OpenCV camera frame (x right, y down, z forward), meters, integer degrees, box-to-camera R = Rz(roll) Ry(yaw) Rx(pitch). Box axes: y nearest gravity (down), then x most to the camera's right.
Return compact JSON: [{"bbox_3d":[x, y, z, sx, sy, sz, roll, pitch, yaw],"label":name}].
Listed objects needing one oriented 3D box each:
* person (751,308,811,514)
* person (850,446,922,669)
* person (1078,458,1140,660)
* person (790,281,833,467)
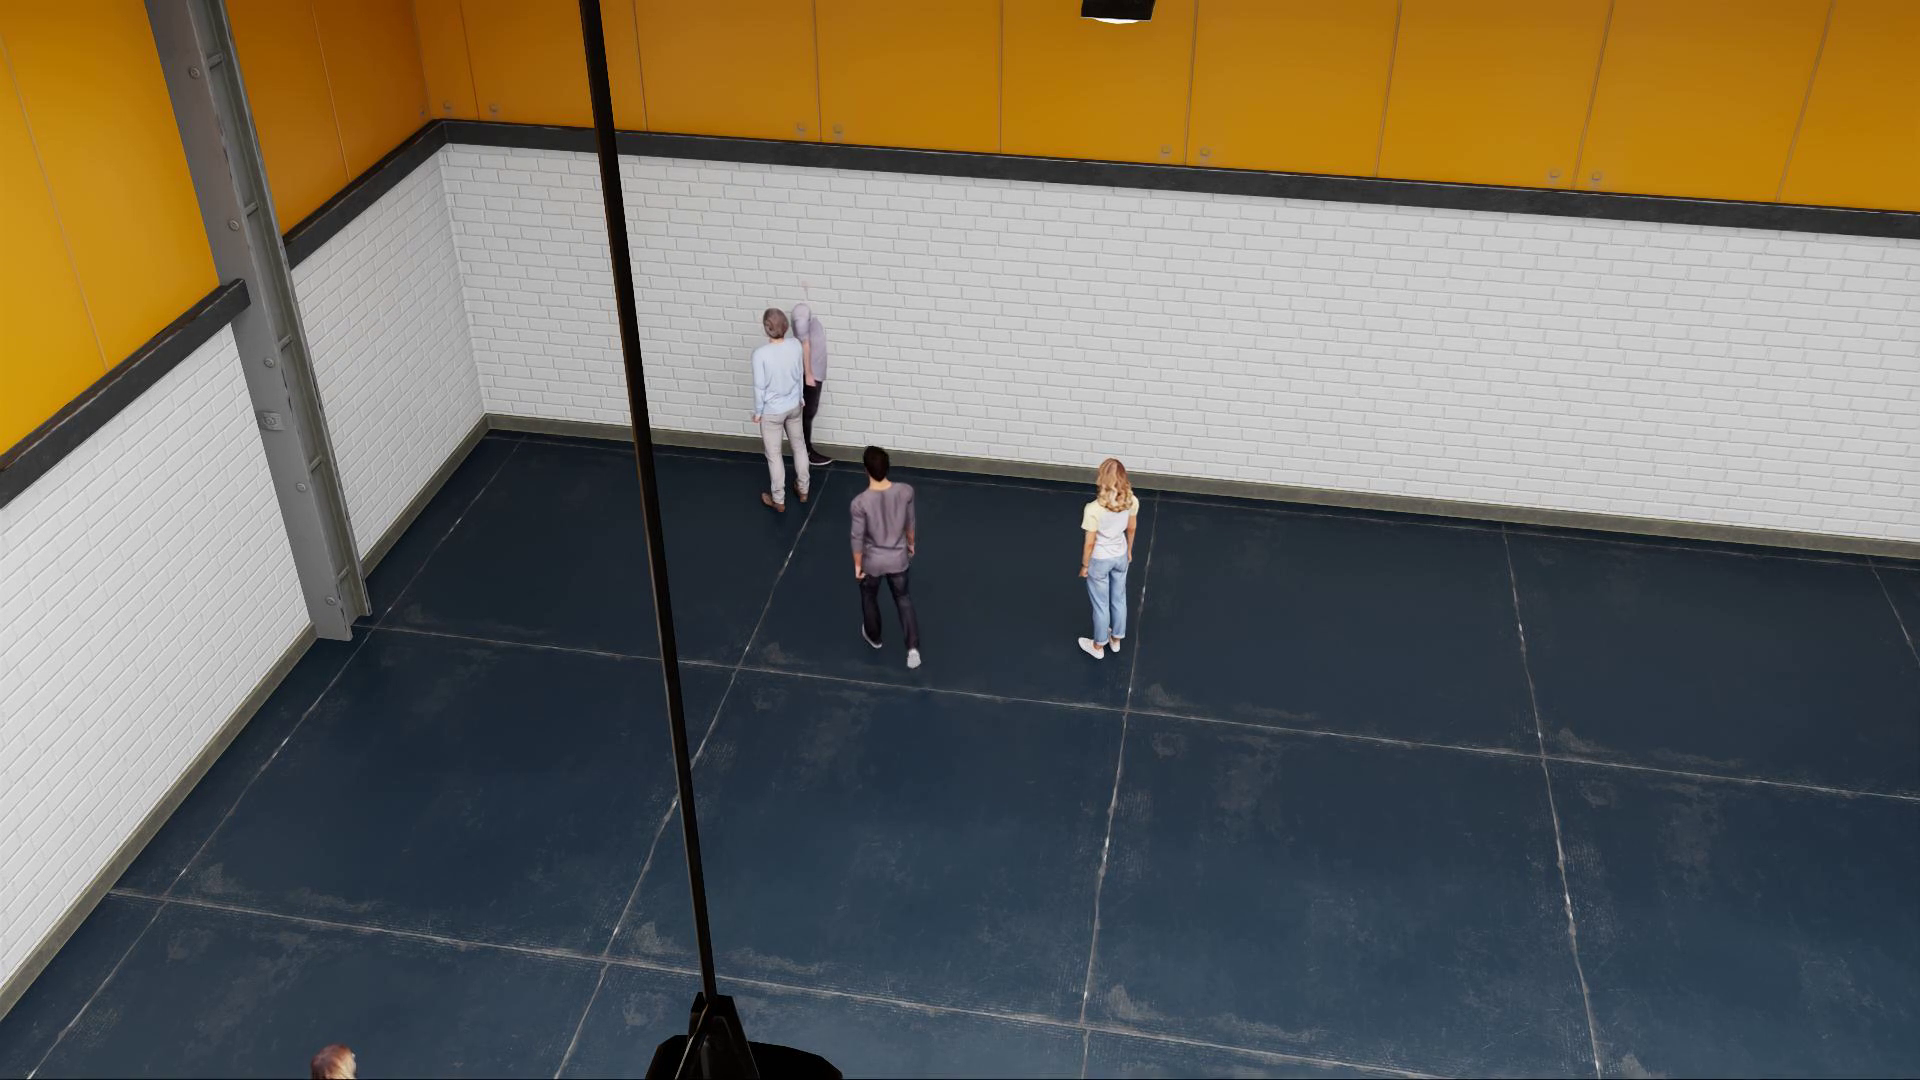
[{"bbox_3d":[-1.533,-1.133,14.299,0.739,1.894,0.800,-21,39,-29],"label":"person"},{"bbox_3d":[-0.534,0.150,12.426,0.974,1.832,1.126,-12,35,-17],"label":"person"},{"bbox_3d":[1.116,0.143,12.534,0.710,1.723,0.753,-18,38,-25],"label":"person"},{"bbox_3d":[-1.356,-1.575,15.019,0.753,1.834,0.557,1,34,2],"label":"person"}]
